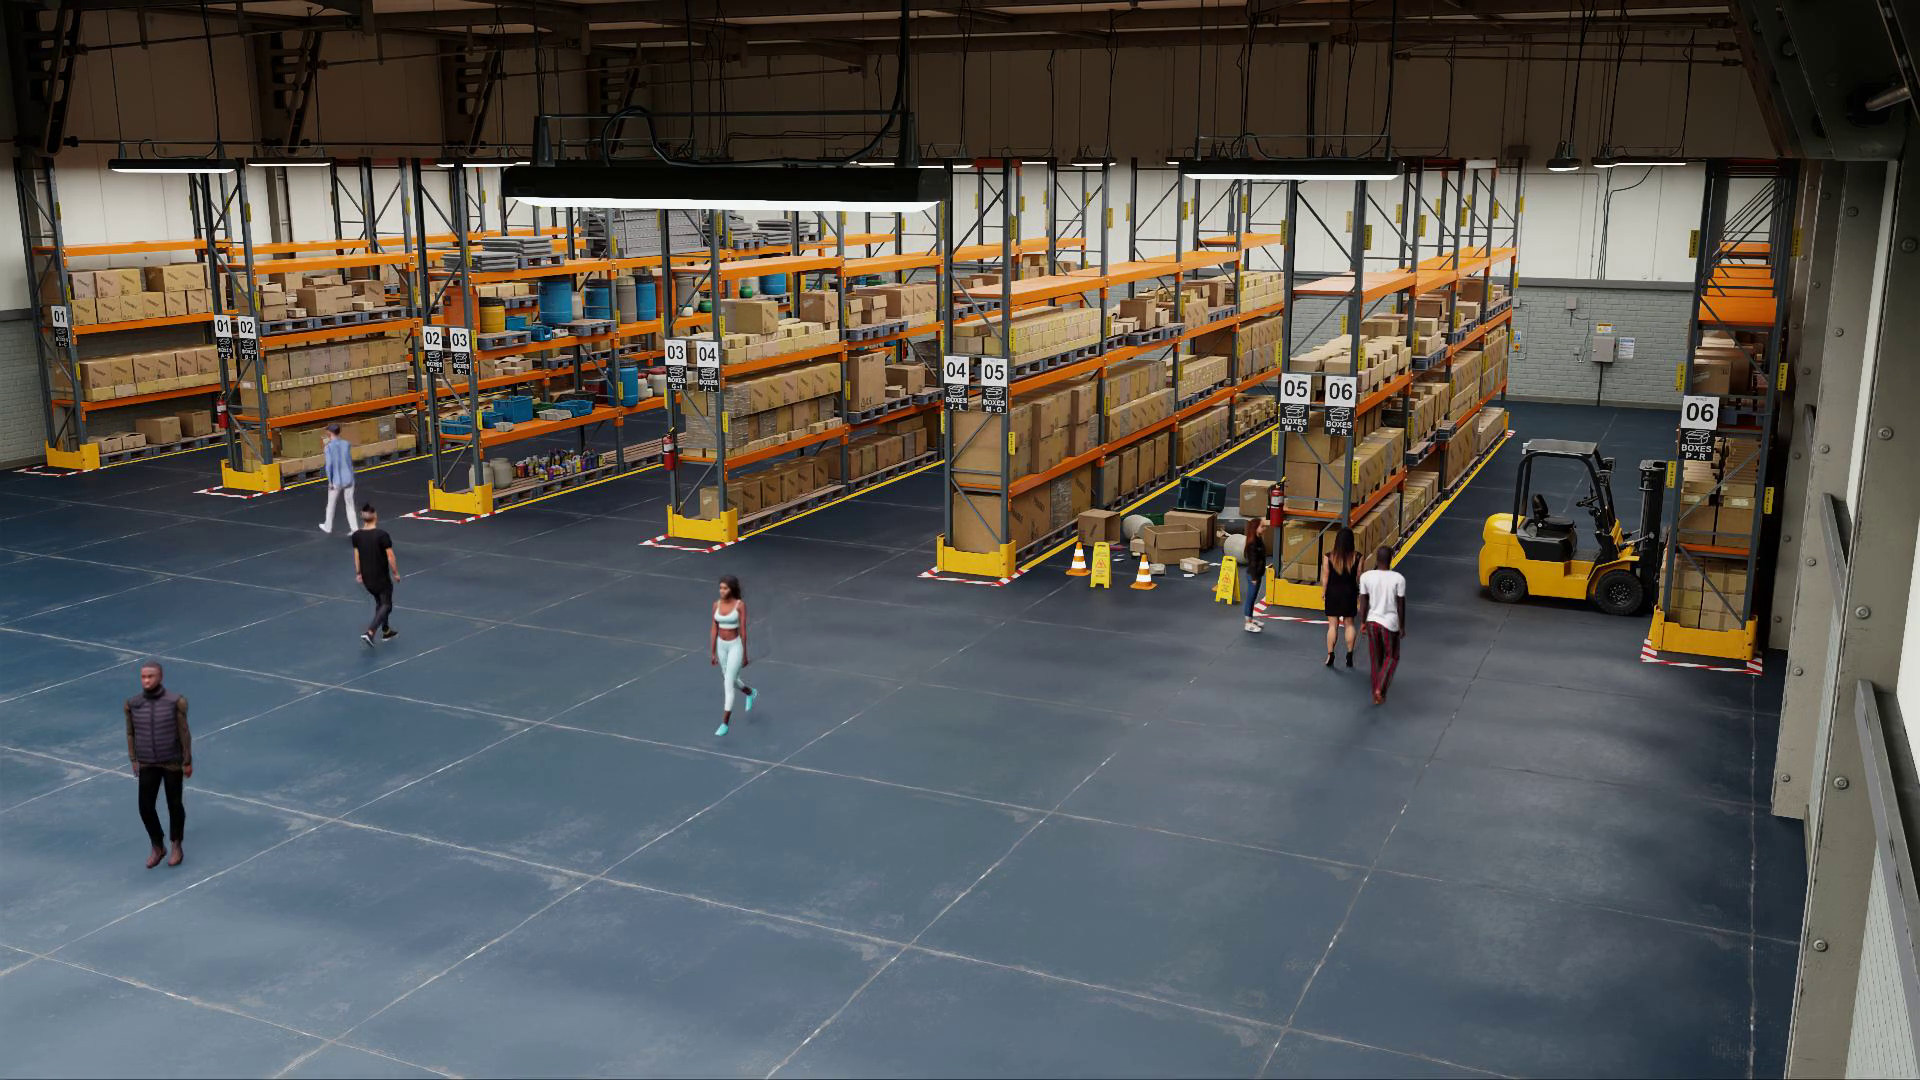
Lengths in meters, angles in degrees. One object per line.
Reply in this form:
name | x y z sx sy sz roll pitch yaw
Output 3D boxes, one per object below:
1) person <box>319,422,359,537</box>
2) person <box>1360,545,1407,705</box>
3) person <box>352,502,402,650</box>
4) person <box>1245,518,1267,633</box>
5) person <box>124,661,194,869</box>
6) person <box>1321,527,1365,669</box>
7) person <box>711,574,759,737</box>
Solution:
person | -9.882 -0.929 26.677 0.948 1.850 1.091 12 18 43
person | 4.687 0.977 18.497 0.695 1.827 0.796 7 15 28
person | -7.293 0.449 20.740 0.744 1.843 1.087 4 14 18
person | 3.824 0.430 21.621 0.638 1.483 0.463 5 14 19
person | -6.893 1.917 14.442 0.839 1.825 0.864 -2 13 -9
person | 4.595 0.687 19.993 0.734 1.717 0.709 1 13 6
person | -2.415 1.197 17.830 0.572 1.698 1.089 6 14 23
